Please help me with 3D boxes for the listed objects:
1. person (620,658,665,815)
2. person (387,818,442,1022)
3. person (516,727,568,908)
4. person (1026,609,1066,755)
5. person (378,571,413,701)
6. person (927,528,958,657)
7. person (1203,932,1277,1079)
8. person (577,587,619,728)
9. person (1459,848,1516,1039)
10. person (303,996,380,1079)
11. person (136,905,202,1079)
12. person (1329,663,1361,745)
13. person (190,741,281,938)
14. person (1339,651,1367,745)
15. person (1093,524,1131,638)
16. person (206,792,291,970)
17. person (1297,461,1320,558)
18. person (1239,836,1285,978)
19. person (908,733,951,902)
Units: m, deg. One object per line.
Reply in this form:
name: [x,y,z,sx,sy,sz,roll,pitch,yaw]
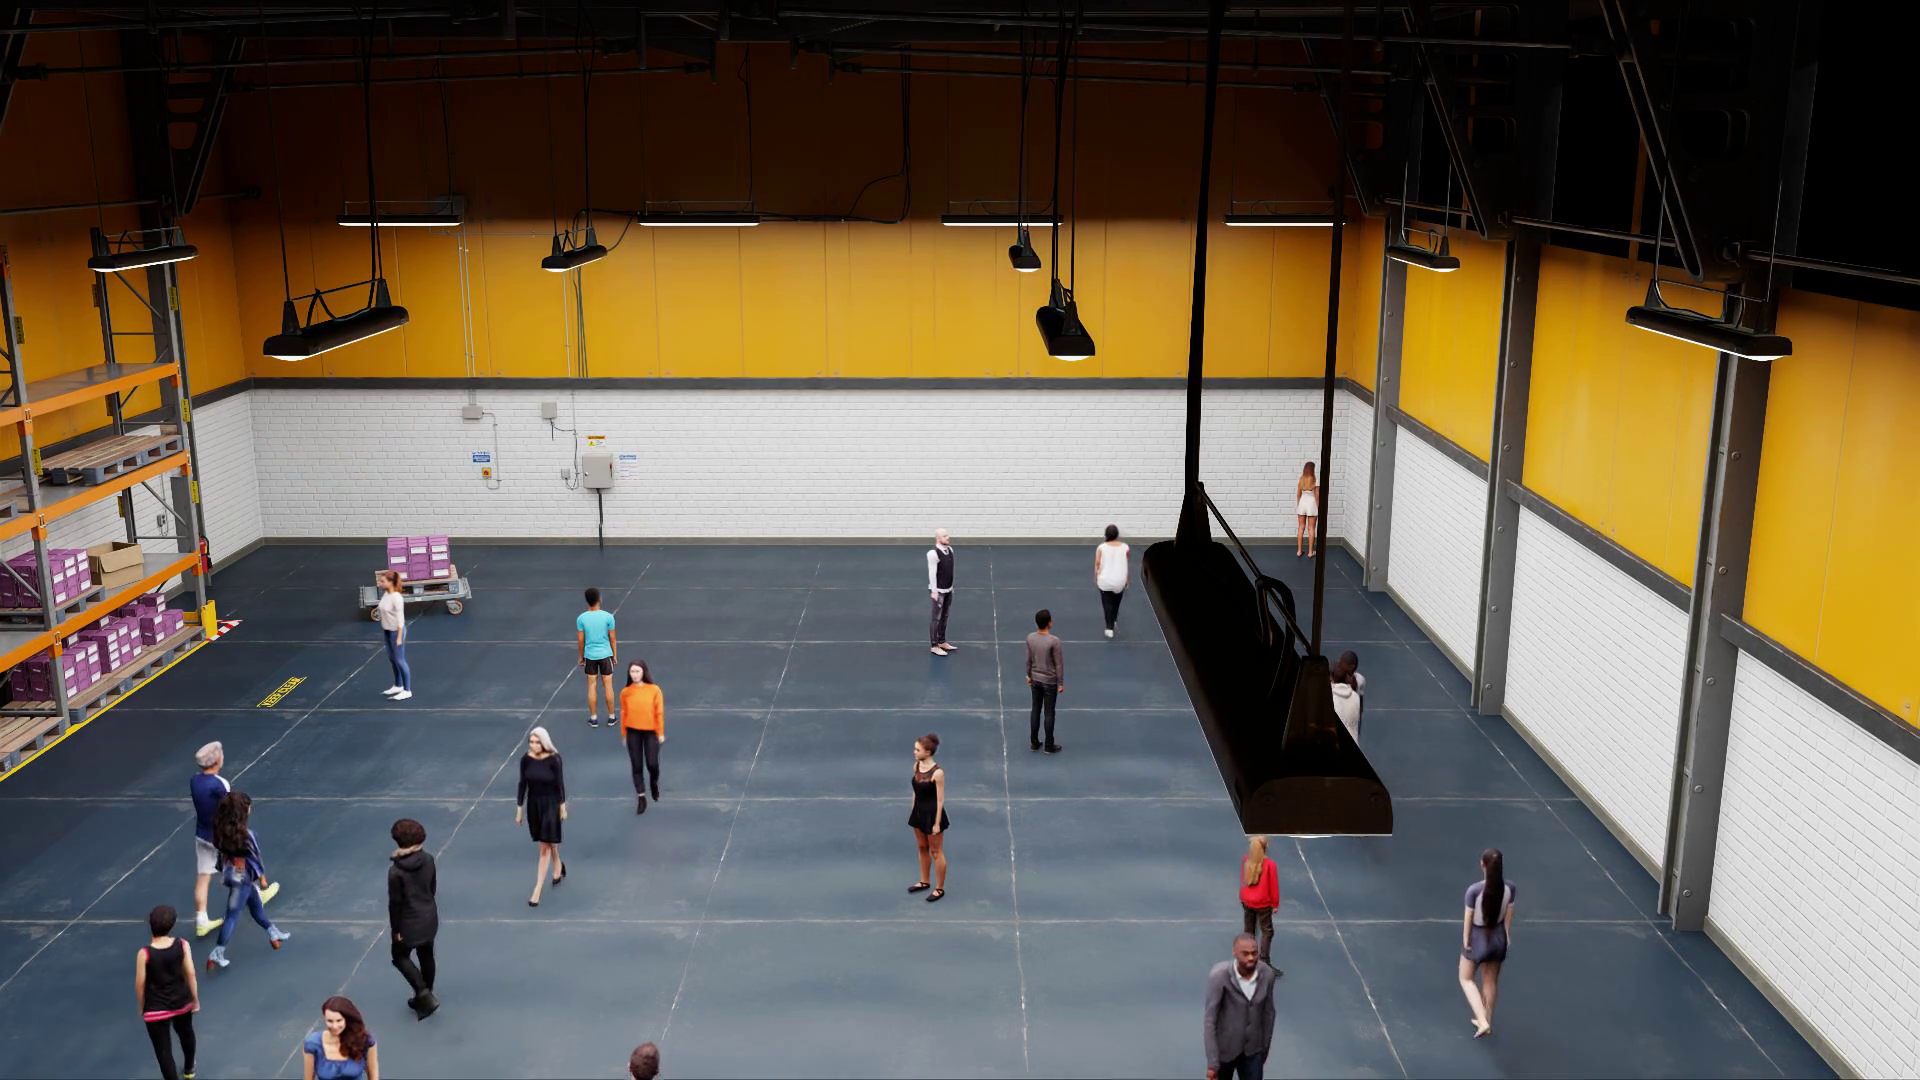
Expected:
person: [-3.468,2.118,18.268,0.625,1.741,0.658,0,14,1]
person: [-4.487,3.180,13.827,0.926,1.768,0.880,11,18,39]
person: [-4.027,2.637,16.208,0.762,1.702,1.203,2,14,9]
person: [1.000,1.690,19.976,0.721,1.768,0.713,5,15,21]
person: [-7.451,1.242,21.932,0.739,1.719,0.662,-11,18,-39]
person: [-0.269,0.722,23.858,0.840,1.824,0.713,7,15,28]
person: [1.948,3.631,11.963,0.848,1.768,1.202,-2,14,-8]
person: [-4.545,1.468,20.879,0.657,1.775,0.569,-3,14,-11]
person: [4.320,3.320,13.527,0.649,1.636,0.741,-2,14,-8]
person: [-4.087,3.832,11.065,0.764,1.799,0.828,-3,14,-13]
person: [-6.044,3.577,12.711,1.004,1.520,0.951,9,16,34]
person: [4.055,2.242,17.573,0.768,1.828,0.813,-4,14,-14]
person: [-6.945,2.789,15.378,0.933,1.796,1.205,5,15,21]
person: [4.305,2.054,18.580,0.632,1.719,0.601,-3,14,-13]
person: [2.247,0.627,24.617,0.714,1.650,1.078,-1,14,-5]
person: [-6.453,3.053,14.738,1.008,1.585,1.135,9,16,33]
person: [6.148,-0.559,29.420,0.670,1.696,0.708,9,16,33]
person: [2.650,3.219,14.731,0.738,1.265,0.708,-12,18,-40]
person: [-0.302,2.668,16.135,0.742,1.676,0.672,-11,18,-39]
